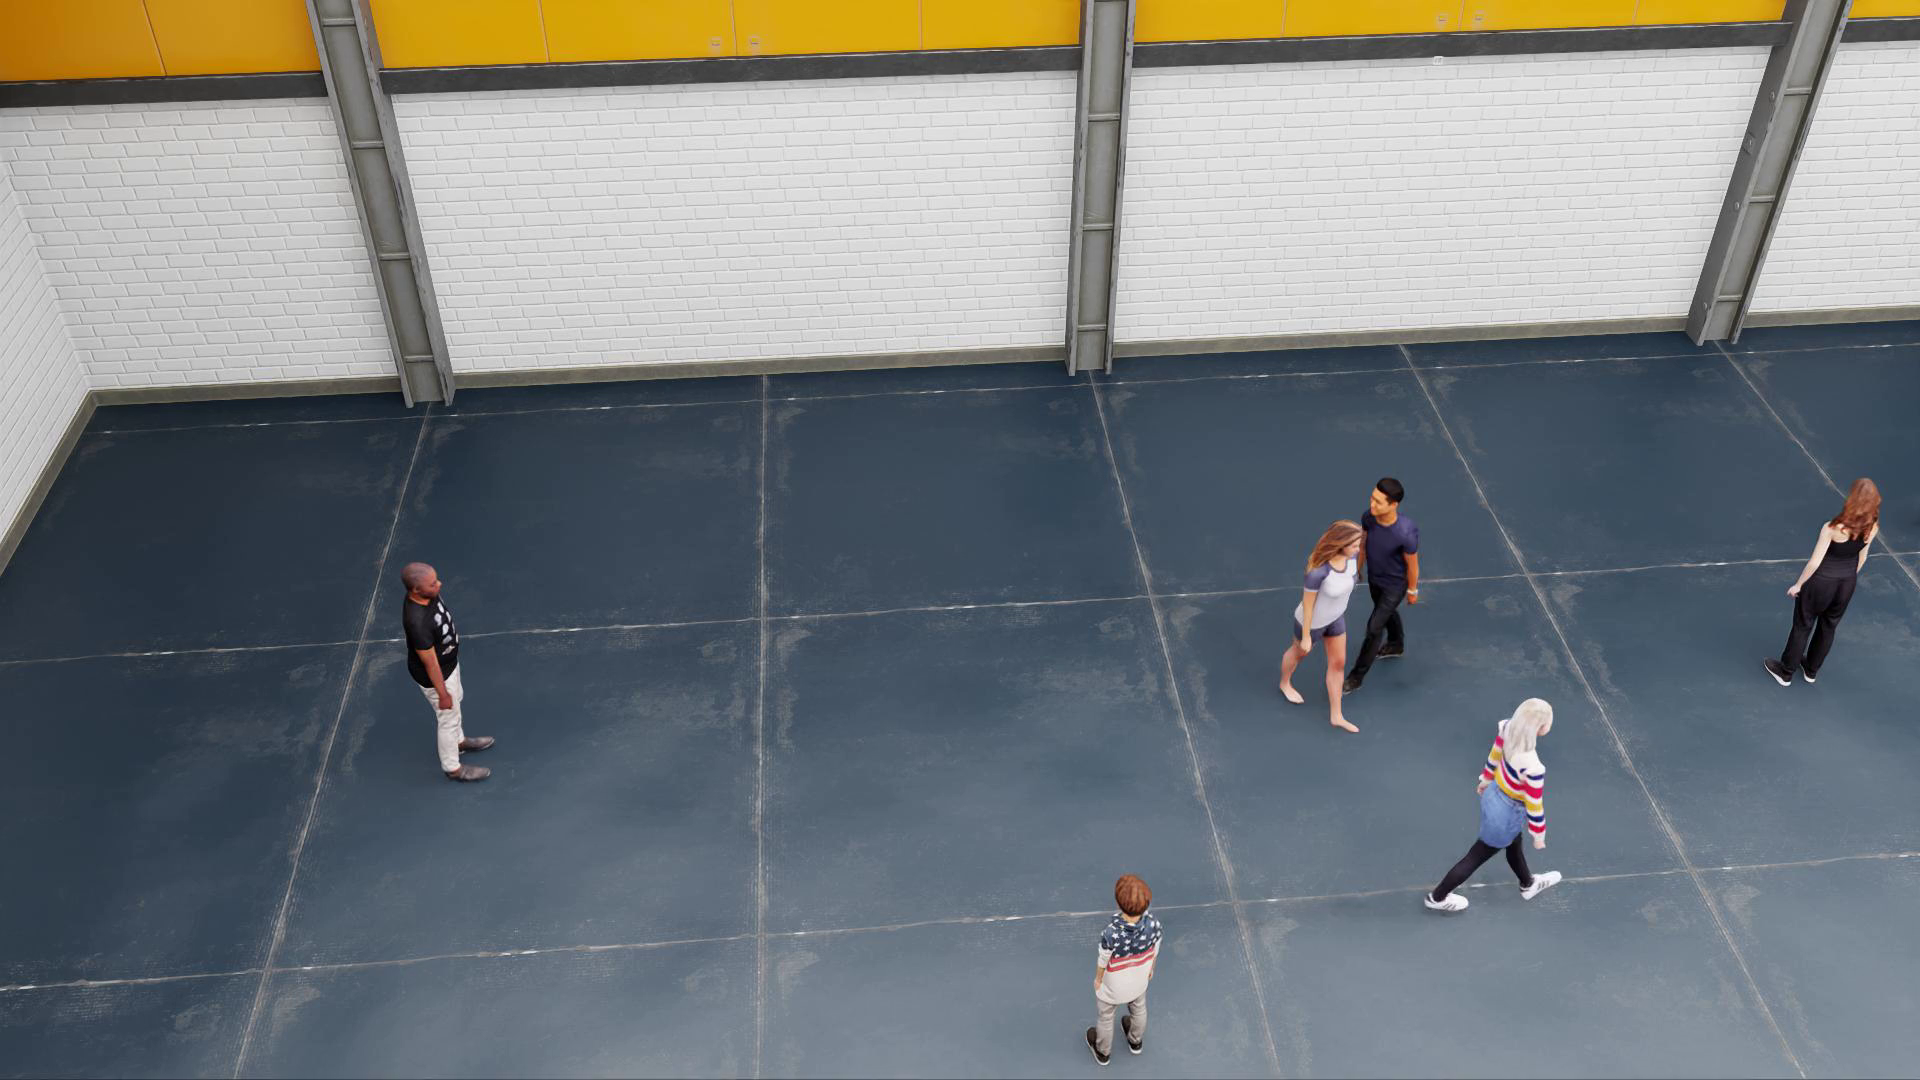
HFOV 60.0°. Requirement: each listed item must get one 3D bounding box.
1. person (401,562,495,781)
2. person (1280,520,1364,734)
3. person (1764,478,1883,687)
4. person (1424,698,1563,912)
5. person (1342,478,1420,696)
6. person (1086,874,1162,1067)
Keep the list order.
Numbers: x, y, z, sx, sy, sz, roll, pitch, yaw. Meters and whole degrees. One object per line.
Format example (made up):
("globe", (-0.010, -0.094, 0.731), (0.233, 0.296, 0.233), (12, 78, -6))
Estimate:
("person", (-3.444, 0.849, 10.931), (0.641, 1.801, 0.683), (-7, 39, -9))
("person", (2.412, 0.499, 11.462), (1.001, 1.687, 0.959), (-21, 43, -24))
("person", (6.096, 0.308, 11.654), (0.448, 1.745, 0.637), (-4, 39, -4))
("person", (3.174, 1.641, 9.974), (1.085, 1.758, 0.691), (-2, 39, -2))
("person", (3.069, 0.271, 11.704), (1.104, 1.740, 0.896), (-19, 42, -22))
("person", (0.919, 2.400, 9.278), (0.475, 1.440, 0.609), (-12, 40, -15))
